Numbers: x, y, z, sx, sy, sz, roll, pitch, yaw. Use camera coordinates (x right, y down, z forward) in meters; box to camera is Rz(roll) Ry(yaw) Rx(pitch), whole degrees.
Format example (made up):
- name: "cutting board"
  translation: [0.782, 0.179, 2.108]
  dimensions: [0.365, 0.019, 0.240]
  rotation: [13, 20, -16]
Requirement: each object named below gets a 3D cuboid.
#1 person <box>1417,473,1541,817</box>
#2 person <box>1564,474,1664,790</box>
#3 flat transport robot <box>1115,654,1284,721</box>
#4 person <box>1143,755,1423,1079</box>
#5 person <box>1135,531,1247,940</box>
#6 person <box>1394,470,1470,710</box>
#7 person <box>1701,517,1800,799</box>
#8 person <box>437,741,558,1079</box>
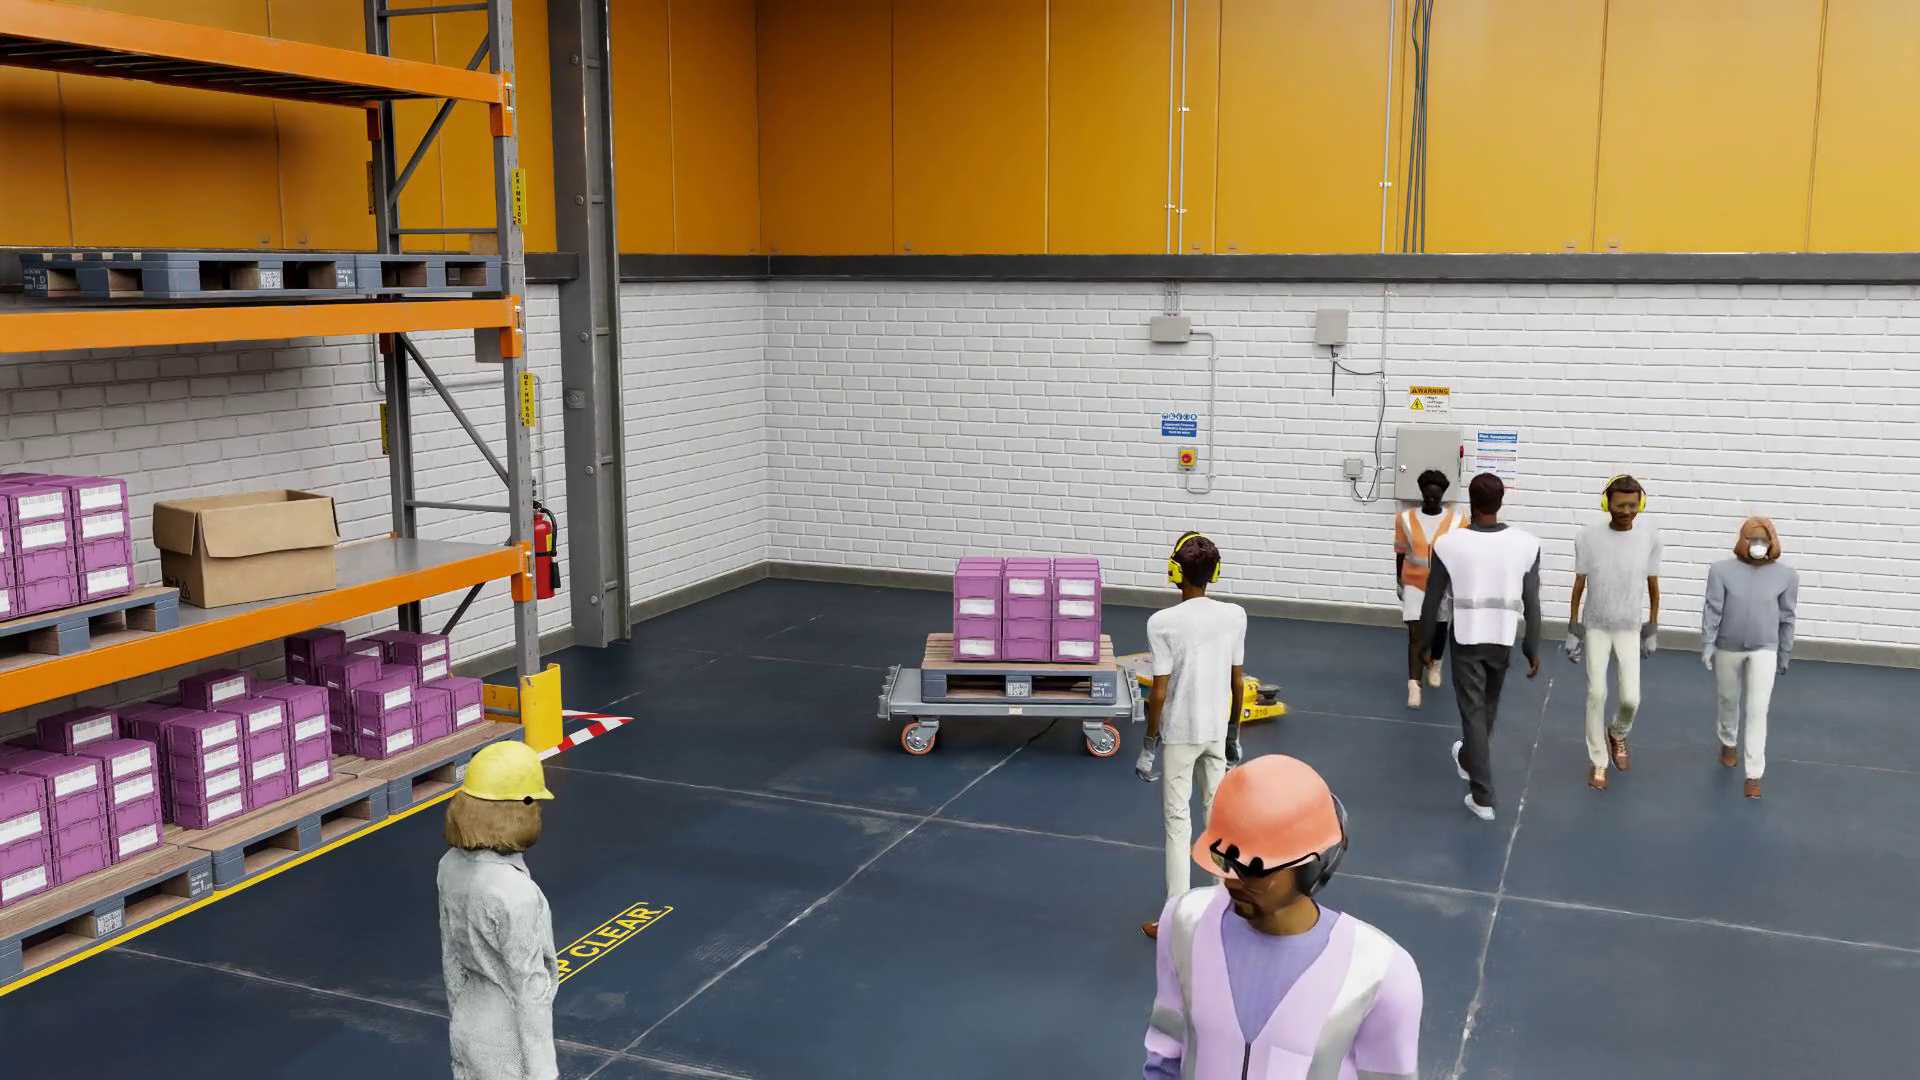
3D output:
- name: "person"
  translation: [2.911, 0.549, 9.445]
  dimensions: [0.623, 1.871, 0.958]
  rotation: [0, 9, -1]
- name: "person"
  translation: [3.795, 0.523, 9.701]
  dimensions: [0.506, 1.848, 0.447]
  rotation: [3, 10, 18]
- name: "flat transport robot"
  translation: [1.526, 1.003, 11.553]
  dimensions: [0.652, 0.197, 1.431]
  rotation: [-6, 11, -30]
- name: "person"
  translation: [0.653, 1.439, 3.575]
  dimensions: [0.605, 2.037, 0.394]
  rotation: [6, 11, 33]
- name: "person"
  translation: [1.024, 0.889, 7.411]
  dimensions: [0.518, 1.873, 0.328]
  rotation: [-4, 10, -23]
- name: "person"
  translation: [3.313, 0.304, 11.660]
  dimensions: [0.540, 1.648, 0.891]
  rotation: [3, 10, 18]
- name: "person"
  translation: [4.629, 0.643, 9.791]
  dimensions: [0.499, 1.598, 0.864]
  rotation: [5, 10, 26]
- name: "person"
  translation: [-1.255, 1.412, 4.653]
  dimensions: [0.307, 1.736, 0.484]
  rotation: [-9, 13, -43]
